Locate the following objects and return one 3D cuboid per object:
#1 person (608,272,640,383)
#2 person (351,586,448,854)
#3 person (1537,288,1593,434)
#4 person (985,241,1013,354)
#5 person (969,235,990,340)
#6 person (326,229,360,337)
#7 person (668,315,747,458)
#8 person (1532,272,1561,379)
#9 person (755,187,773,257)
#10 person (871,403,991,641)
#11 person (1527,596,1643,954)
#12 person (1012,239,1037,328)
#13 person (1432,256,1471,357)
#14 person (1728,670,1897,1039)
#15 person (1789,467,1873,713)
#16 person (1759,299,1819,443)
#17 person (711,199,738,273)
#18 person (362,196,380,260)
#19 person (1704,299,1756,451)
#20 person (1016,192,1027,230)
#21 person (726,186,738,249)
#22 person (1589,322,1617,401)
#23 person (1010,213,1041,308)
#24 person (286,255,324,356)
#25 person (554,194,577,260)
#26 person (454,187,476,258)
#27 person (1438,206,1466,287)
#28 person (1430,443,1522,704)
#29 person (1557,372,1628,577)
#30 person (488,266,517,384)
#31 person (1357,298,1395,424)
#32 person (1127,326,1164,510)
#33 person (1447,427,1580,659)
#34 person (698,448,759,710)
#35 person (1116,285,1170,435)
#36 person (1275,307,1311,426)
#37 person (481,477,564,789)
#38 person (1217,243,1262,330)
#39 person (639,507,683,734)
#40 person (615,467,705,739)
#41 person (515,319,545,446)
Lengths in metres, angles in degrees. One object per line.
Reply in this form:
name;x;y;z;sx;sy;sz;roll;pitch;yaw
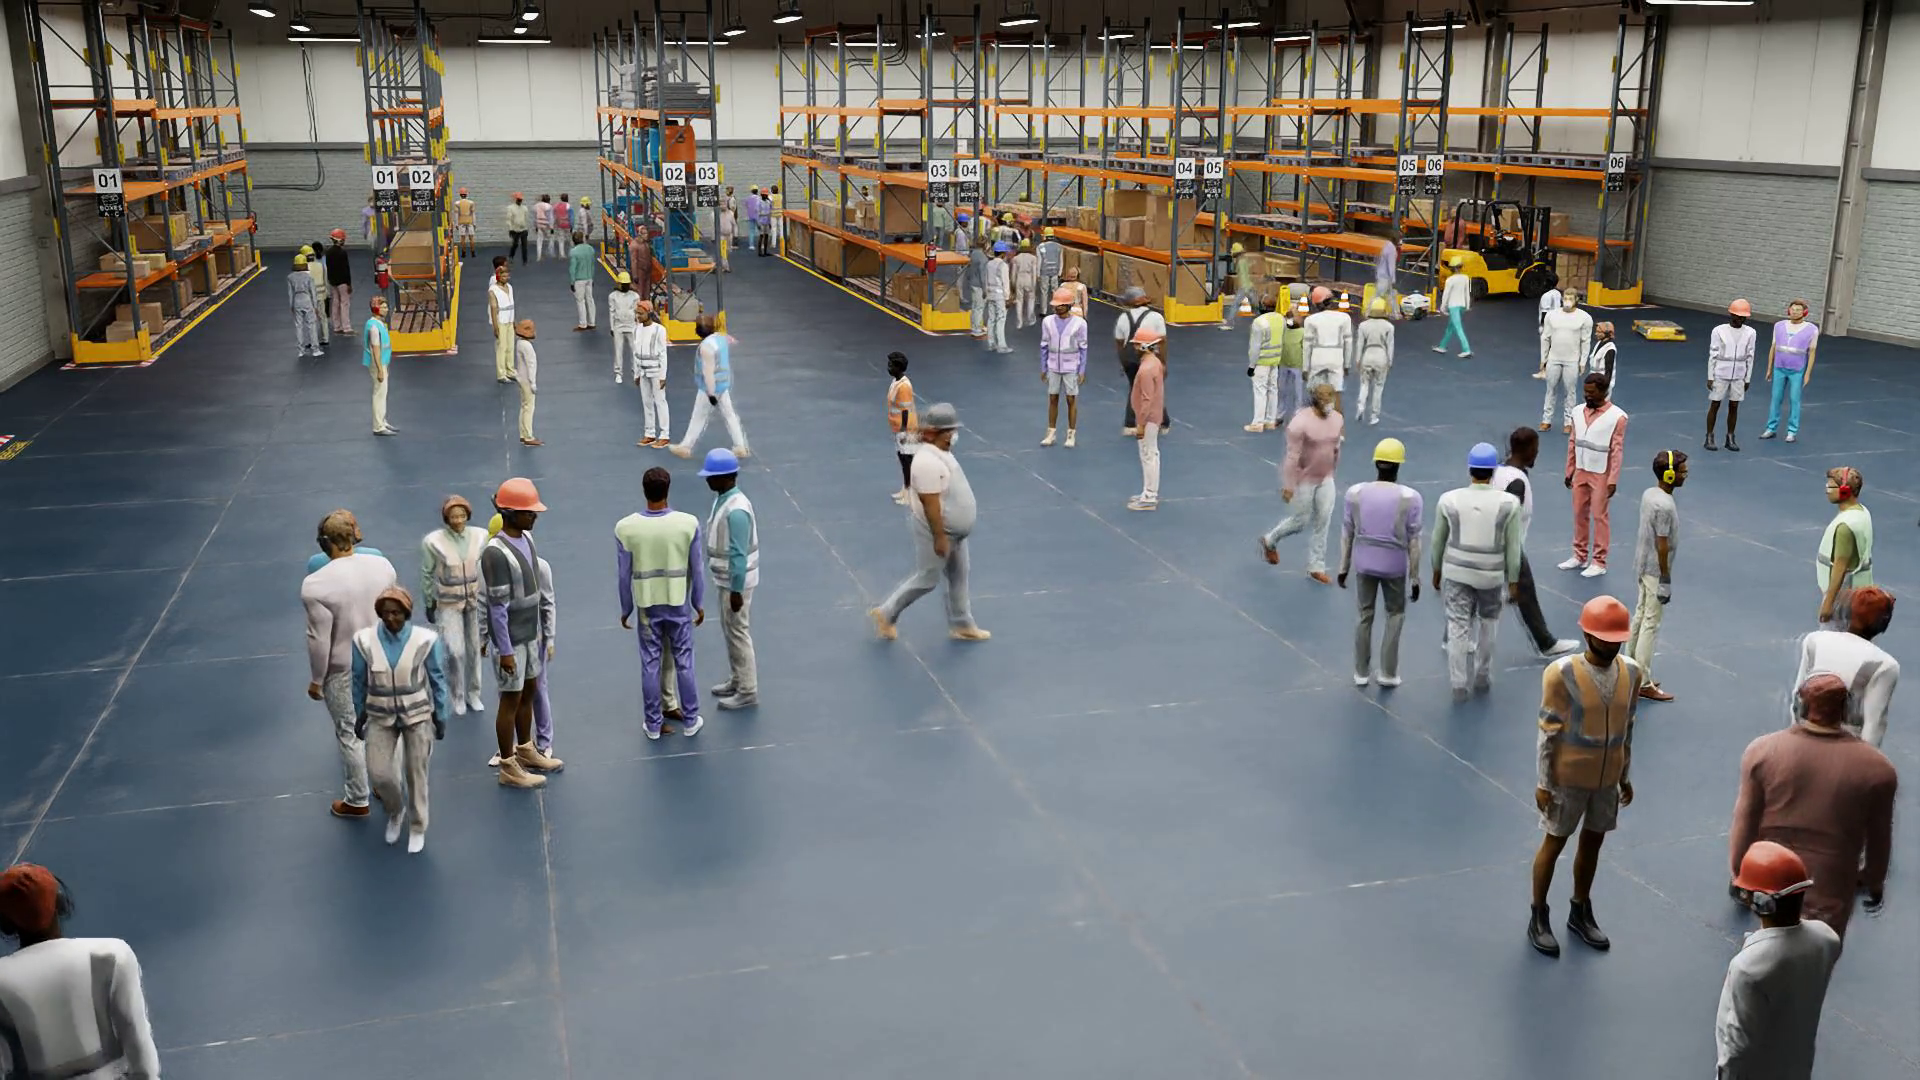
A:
person;-5.235;-3.325;26.042;0.496;1.736;0.326;-3;15;-13
person;-3.275;1.057;9.741;0.549;1.623;0.367;-3;15;-10
person;8.012;-2.376;22.072;0.630;1.940;0.370;9;17;31
person;0.678;-4.243;29.080;0.397;1.949;0.603;-9;18;-32
person;0.364;-4.647;30.648;0.367;1.932;0.623;-5;16;-17
person;-11.585;-4.815;31.141;0.616;1.993;0.395;11;18;36
person;-3.105;-1.882;20.505;0.974;1.788;0.641;4;15;13
person;9.354;-3.404;26.420;0.321;1.689;0.530;12;19;39
person;-5.491;-8.935;46.784;0.392;1.929;0.545;10;18;33
person;-0.238;-0.146;13.485;0.894;2.000;0.684;4;15;14
person;3.242;1.211;8.580;0.552;1.935;0.374;-3;15;-12
person;1.269;-5.008;32.442;0.496;1.694;0.894;3;15;12
person;8.567;-4.030;28.734;0.530;1.711;0.929;-10;18;-33
person;3.852;1.522;7.599;0.632;1.858;1.016;10;18;33
person;6.291;0.385;11.895;0.405;1.833;0.567;10;18;32
person;10.781;-2.203;21.591;0.390;1.850;0.565;-14;20;-41
person;-6.062;-7.791;42.577;0.648;1.875;0.815;-10;18;-33
person;-15.210;-8.018;43.347;0.667;1.915;0.612;-1;15;-5
person;9.715;-2.075;20.966;0.543;1.929;0.386;2;15;6
person;1.851;-9.160;48.006;0.492;1.721;0.616;-9;17;-30
person;-6.744;-9.531;49.200;0.336;1.837;0.513;-2;15;-6
person;8.130;-1.952;21.077;0.314;1.632;0.524;1;15;3
person;1.368;-5.964;35.496;0.636;1.986;1.066;-8;17;-28
person;-11.349;-4.056;28.770;0.488;1.743;0.317;0;15;1
person;-10.870;-8.693;46.133;0.613;1.794;0.897;5;16;18
person;-13.835;-8.873;46.523;0.551;1.936;0.356;-6;16;-22
person;11.544;-6.855;38.983;0.408;1.913;0.641;-4;15;-16
person;3.816;0.221;12.324;0.645;1.921;0.761;6;16;20
person;5.918;-0.624;15.546;0.399;1.909;0.599;-8;17;-28
person;-7.138;-3.359;25.985;0.408;1.831;0.574;4;15;15
person;5.672;-2.442;22.729;0.480;1.725;0.392;7;17;26
person;2.001;-1.314;17.967;0.394;1.994;0.612;4;15;15
person;4.414;0.029;13.179;1.019;1.858;0.603;2;15;8
person;-1.670;0.274;12.114;0.419;1.937;0.616;-5;16;-17
person;2.438;-2.397;21.958;0.710;2.000;0.610;11;18;35
person;4.474;-2.327;22.471;0.504;1.632;0.269;9;17;31
person;-2.820;0.595;10.713;0.408;2.035;0.607;2;15;6
person;5.525;-4.851;31.882;1.026;1.686;0.542;4;16;16
person;-2.090;0.552;11.661;0.295;1.623;0.507;5;16;18
person;-2.058;0.443;11.503;0.587;1.920;0.395;-2;15;-8
person;-5.539;-2.021;21.342;0.280;1.625;0.493;-7;16;-23
